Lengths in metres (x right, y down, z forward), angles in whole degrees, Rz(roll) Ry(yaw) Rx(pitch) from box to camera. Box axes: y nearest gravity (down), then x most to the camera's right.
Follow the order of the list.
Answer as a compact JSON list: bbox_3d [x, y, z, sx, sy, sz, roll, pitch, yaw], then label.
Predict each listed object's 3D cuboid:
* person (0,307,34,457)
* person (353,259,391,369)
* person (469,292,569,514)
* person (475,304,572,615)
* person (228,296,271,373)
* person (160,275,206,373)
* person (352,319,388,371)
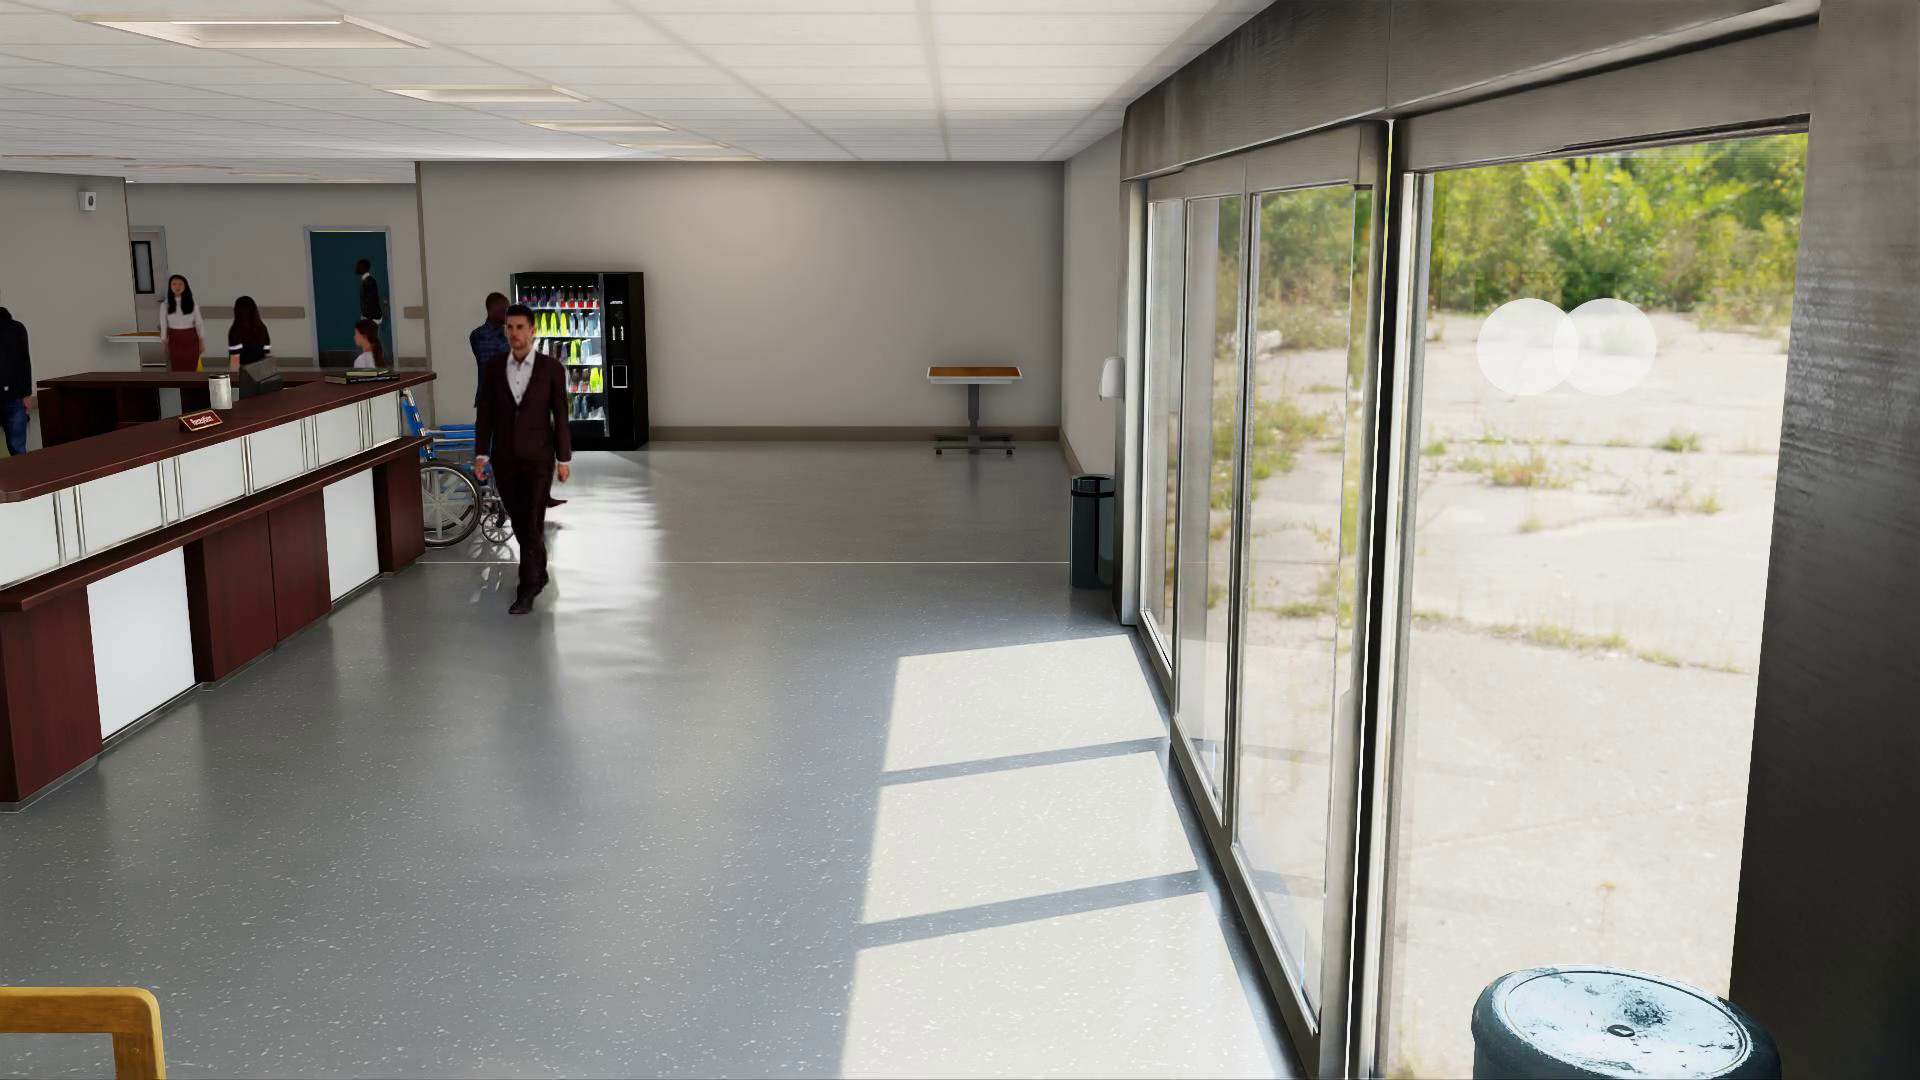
[{"bbox_3d":[-7.769,-1.146,13.434,0.667,1.894,0.813,-5,12,-24],"label":"person"},{"bbox_3d":[-8.851,-3.344,25.276,0.853,1.797,0.727,-1,11,-4],"label":"person"},{"bbox_3d":[-3.774,-1.060,13.265,1.027,1.789,0.733,0,11,-1],"label":"person"},{"bbox_3d":[-2.656,-0.491,10.177,1.129,1.821,0.801,1,11,3],"label":"person"},{"bbox_3d":[-7.048,-1.613,16.586,0.732,1.637,0.706,6,12,27],"label":"person"},{"bbox_3d":[-9.202,-2.251,19.727,1.039,1.718,0.951,-5,12,-25],"label":"person"},{"bbox_3d":[-4.906,-1.071,13.998,1.011,1.536,0.677,2,11,11],"label":"person"}]
